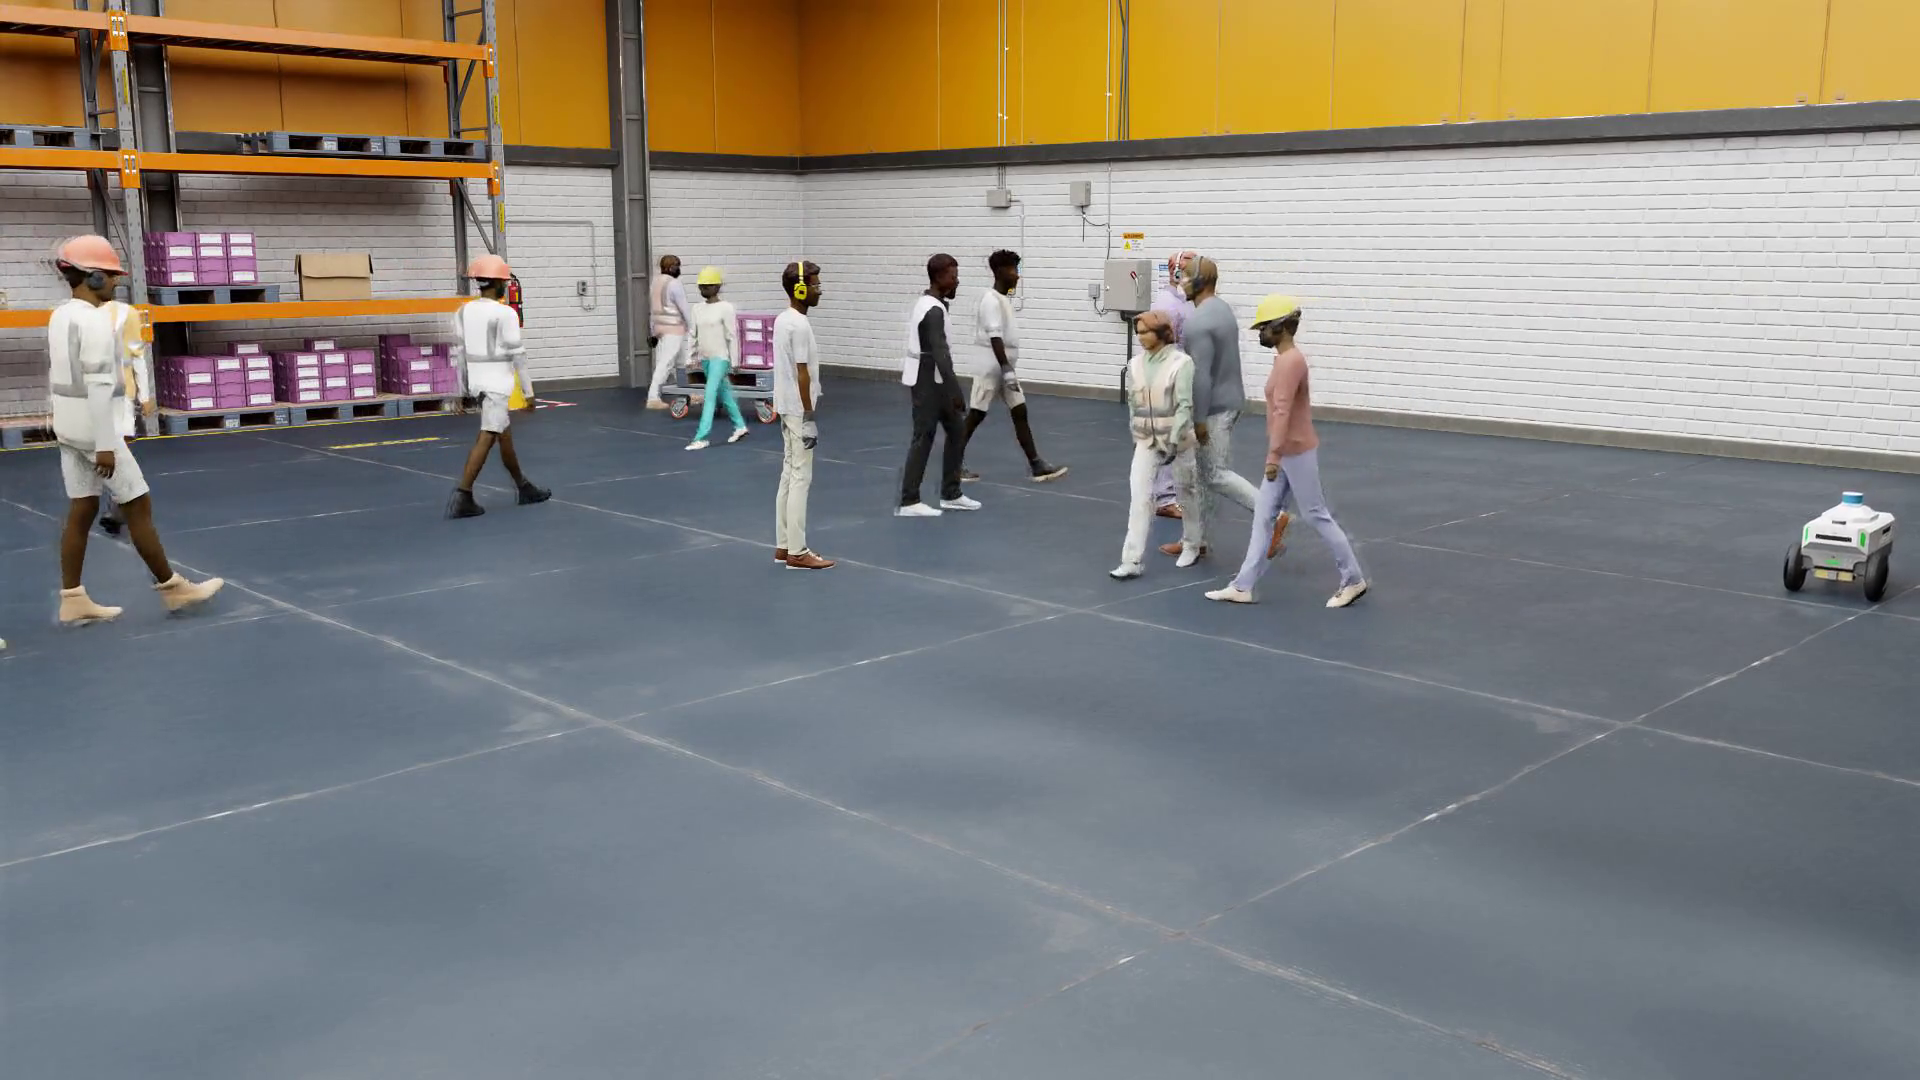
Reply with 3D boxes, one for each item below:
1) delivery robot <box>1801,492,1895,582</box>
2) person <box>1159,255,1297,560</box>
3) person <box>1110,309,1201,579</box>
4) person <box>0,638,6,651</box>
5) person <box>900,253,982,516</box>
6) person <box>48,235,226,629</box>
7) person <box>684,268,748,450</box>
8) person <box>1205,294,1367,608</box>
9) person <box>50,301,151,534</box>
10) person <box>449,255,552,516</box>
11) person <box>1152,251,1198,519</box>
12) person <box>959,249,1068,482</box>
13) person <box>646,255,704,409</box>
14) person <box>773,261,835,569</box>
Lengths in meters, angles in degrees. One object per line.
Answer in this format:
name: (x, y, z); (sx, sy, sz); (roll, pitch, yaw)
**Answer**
delivery robot: (5.078, -0.029, 9.501); (0.477, 0.478, 0.707); (9, 13, 40)
person: (1.655, -0.785, 10.200); (0.826, 1.911, 0.646); (5, 11, 24)
person: (1.202, -0.580, 9.939); (0.504, 1.585, 0.880); (8, 13, 37)
person: (-4.767, -0.299, 7.786); (0.595, 1.814, 0.646); (-5, 12, -27)
person: (-0.109, -1.097, 11.938); (0.740, 1.889, 0.600); (0, 10, 2)
person: (-4.385, -0.565, 8.688); (0.637, 2.012, 0.841); (9, 14, 41)
person: (-2.356, -1.752, 16.005); (0.532, 1.729, 0.927); (8, 13, 37)
person: (1.835, -0.476, 9.067); (0.878, 1.705, 0.591); (1, 10, 6)
person: (-5.873, -0.986, 11.313); (0.576, 1.887, 0.963); (-3, 11, -13)
person: (-3.403, -1.130, 12.146); (0.566, 1.886, 1.011); (7, 12, 32)
person: (1.602, -1.116, 11.998); (0.407, 1.908, 0.641); (4, 11, 20)
person: (0.333, -1.405, 13.582); (1.027, 1.912, 0.609); (3, 11, 18)
person: (-3.341, -2.434, 19.517); (0.931, 1.796, 0.634); (-7, 12, -33)
person: (-0.974, -0.758, 10.147); (0.310, 1.869, 0.531); (-4, 11, -20)
